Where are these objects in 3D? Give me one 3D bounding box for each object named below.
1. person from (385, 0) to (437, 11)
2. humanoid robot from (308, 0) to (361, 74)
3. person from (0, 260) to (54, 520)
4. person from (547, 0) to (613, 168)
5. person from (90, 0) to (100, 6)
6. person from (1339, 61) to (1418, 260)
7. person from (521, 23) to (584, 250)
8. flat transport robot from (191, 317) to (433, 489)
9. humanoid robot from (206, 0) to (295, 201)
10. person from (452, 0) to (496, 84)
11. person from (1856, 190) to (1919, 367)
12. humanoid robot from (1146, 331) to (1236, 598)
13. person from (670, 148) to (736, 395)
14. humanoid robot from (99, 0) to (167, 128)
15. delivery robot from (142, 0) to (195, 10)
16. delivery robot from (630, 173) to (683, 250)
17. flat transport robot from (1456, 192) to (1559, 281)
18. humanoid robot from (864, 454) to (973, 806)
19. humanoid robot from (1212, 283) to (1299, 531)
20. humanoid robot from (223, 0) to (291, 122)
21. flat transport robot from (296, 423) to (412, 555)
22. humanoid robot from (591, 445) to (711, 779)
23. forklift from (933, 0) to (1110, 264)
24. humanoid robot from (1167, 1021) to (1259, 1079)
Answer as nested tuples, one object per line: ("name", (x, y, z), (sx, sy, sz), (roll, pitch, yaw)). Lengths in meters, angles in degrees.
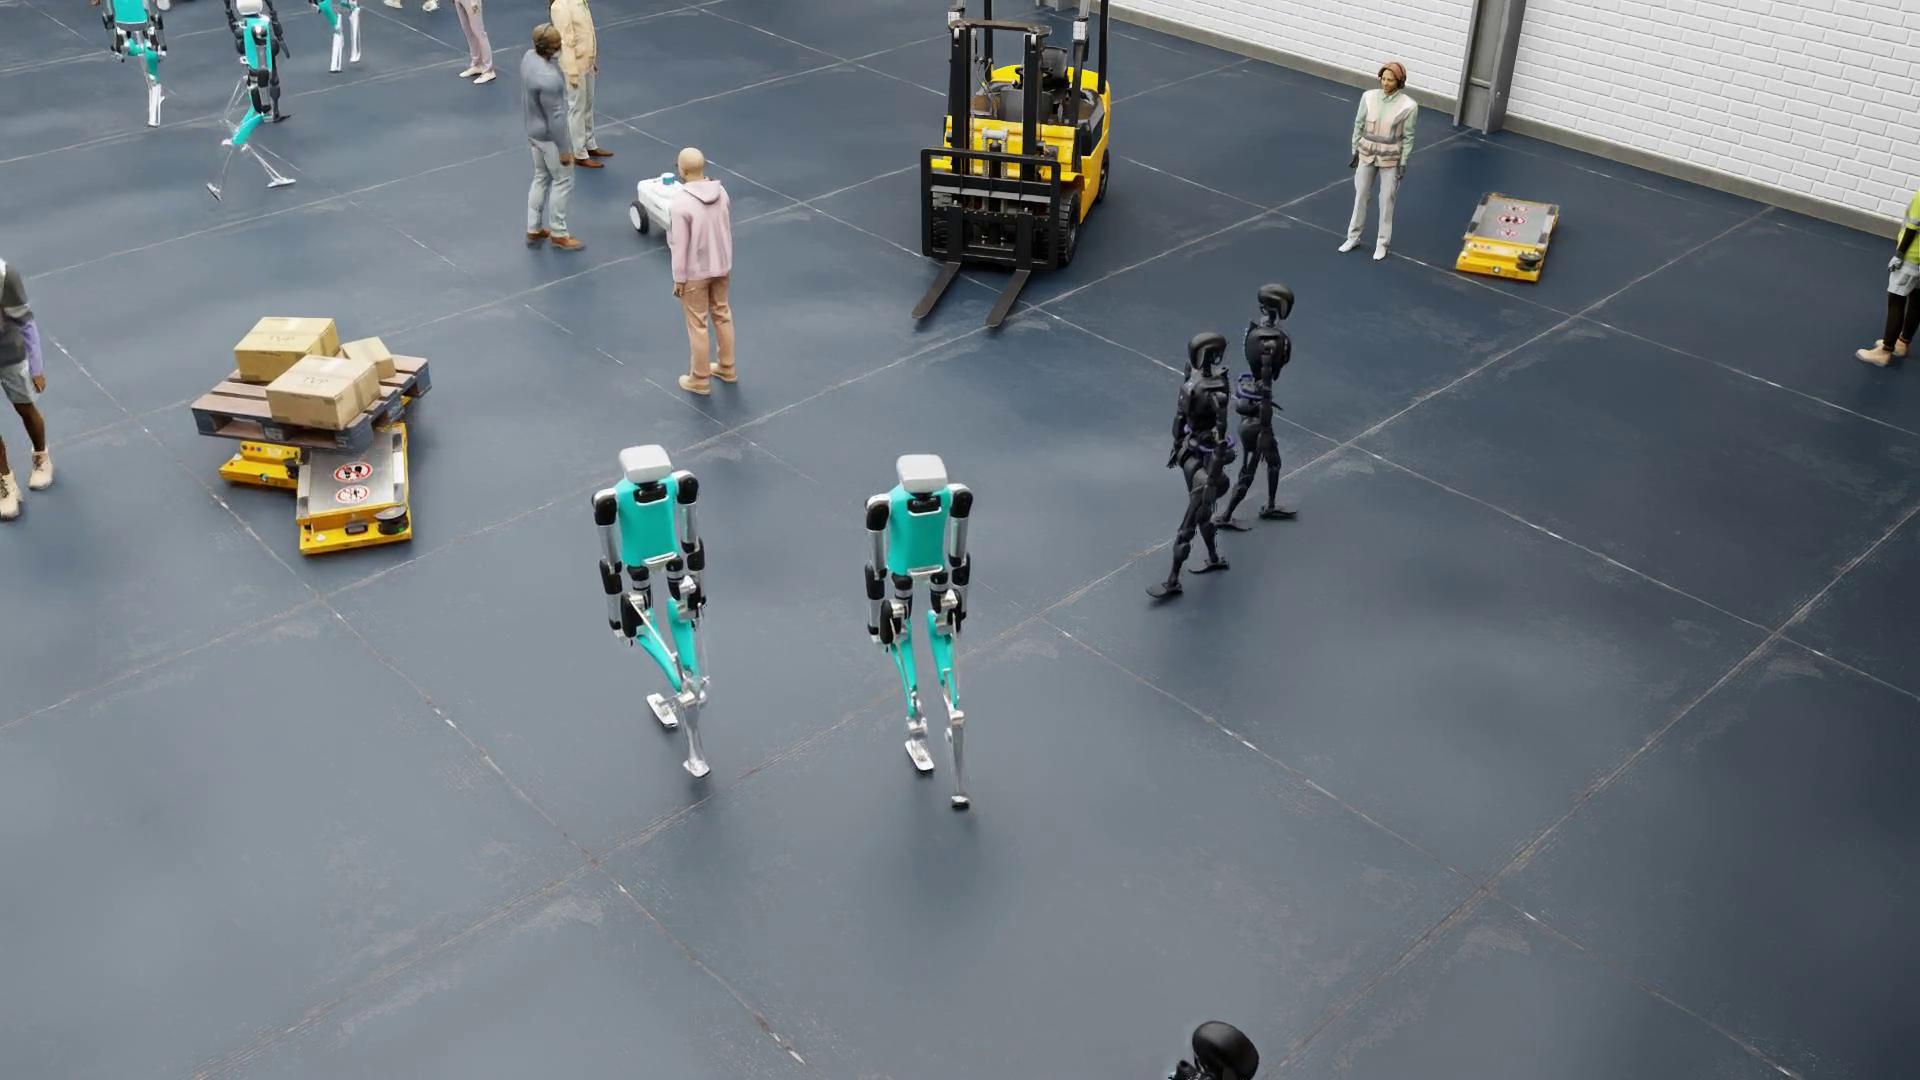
("person", (-6.722, -7.287, 19.942), (0.808, 1.841, 0.817), (-28, 42, -36))
("humanoid robot", (-6.722, -5.890, 17.874), (0.540, 1.740, 0.977), (-3, 33, -4))
("person", (-5.993, -1.099, 10.279), (0.625, 1.993, 0.811), (-10, 34, -15))
("person", (-3.577, -4.440, 15.527), (0.414, 1.877, 0.550), (5, 33, 7))
("person", (-10.810, -7.442, 20.377), (0.483, 1.613, 0.688), (-2, 33, -3))
("person", (3.466, -3.135, 13.733), (0.512, 1.640, 0.306), (20, 38, 28))
("person", (-3.473, -3.343, 13.822), (0.484, 1.904, 0.663), (-17, 37, -24))
("flat transport robot", (-4.379, -0.802, 11.407), (0.659, 0.231, 1.431), (7, 34, 11))
("humanoid robot", (-6.511, -3.906, 14.860), (0.932, 1.798, 0.559), (-15, 36, -22))
("person", (-5.269, -5.760, 17.661), (0.330, 1.762, 0.521), (-27, 42, -35))
("person", (6.963, -2.082, 12.072), (0.533, 1.690, 0.320), (-19, 38, -27))
("humanoid robot", (1.341, -0.455, 9.590), (0.648, 1.637, 0.589), (-11, 35, -16))
("person", (-1.787, -1.877, 11.681), (0.417, 1.774, 0.536), (24, 40, 32))
("humanoid robot", (-8.098, -4.965, 16.484), (0.566, 1.735, 1.059), (-8, 34, -11))
("delivery robot", (-9.805, -6.862, 20.460), (0.511, 0.598, 0.769), (11, 35, 16))
("delivery robot", (-2.492, -2.856, 14.308), (0.499, 0.602, 0.801), (-19, 37, -26))
("flat transport robot", (4.675, -2.592, 14.157), (0.659, 0.231, 1.431), (13, 35, 19))
("humanoid robot", (-0.118, 0.546, 8.076), (0.555, 1.883, 0.799), (-11, 35, -16))
("humanoid robot", (1.862, -0.787, 10.099), (0.539, 1.643, 0.608), (4, 33, 7))
("humanoid robot", (-7.017, -5.002, 16.565), (0.601, 1.641, 0.366), (8, 34, 12))
("flat transport robot", (-3.916, -0.385, 10.765), (0.659, 0.231, 1.431), (-9, 34, -14))
("humanoid robot", (-1.388, 0.447, 8.194), (0.541, 1.779, 1.030), (-18, 37, -26))
("forklift", (0.570, -3.725, 14.138), (1.214, 2.155, 2.313), (9, 34, 13))
("humanoid robot", (0.754, 2.168, 5.545), (0.358, 1.646, 0.612), (17, 37, 24))
